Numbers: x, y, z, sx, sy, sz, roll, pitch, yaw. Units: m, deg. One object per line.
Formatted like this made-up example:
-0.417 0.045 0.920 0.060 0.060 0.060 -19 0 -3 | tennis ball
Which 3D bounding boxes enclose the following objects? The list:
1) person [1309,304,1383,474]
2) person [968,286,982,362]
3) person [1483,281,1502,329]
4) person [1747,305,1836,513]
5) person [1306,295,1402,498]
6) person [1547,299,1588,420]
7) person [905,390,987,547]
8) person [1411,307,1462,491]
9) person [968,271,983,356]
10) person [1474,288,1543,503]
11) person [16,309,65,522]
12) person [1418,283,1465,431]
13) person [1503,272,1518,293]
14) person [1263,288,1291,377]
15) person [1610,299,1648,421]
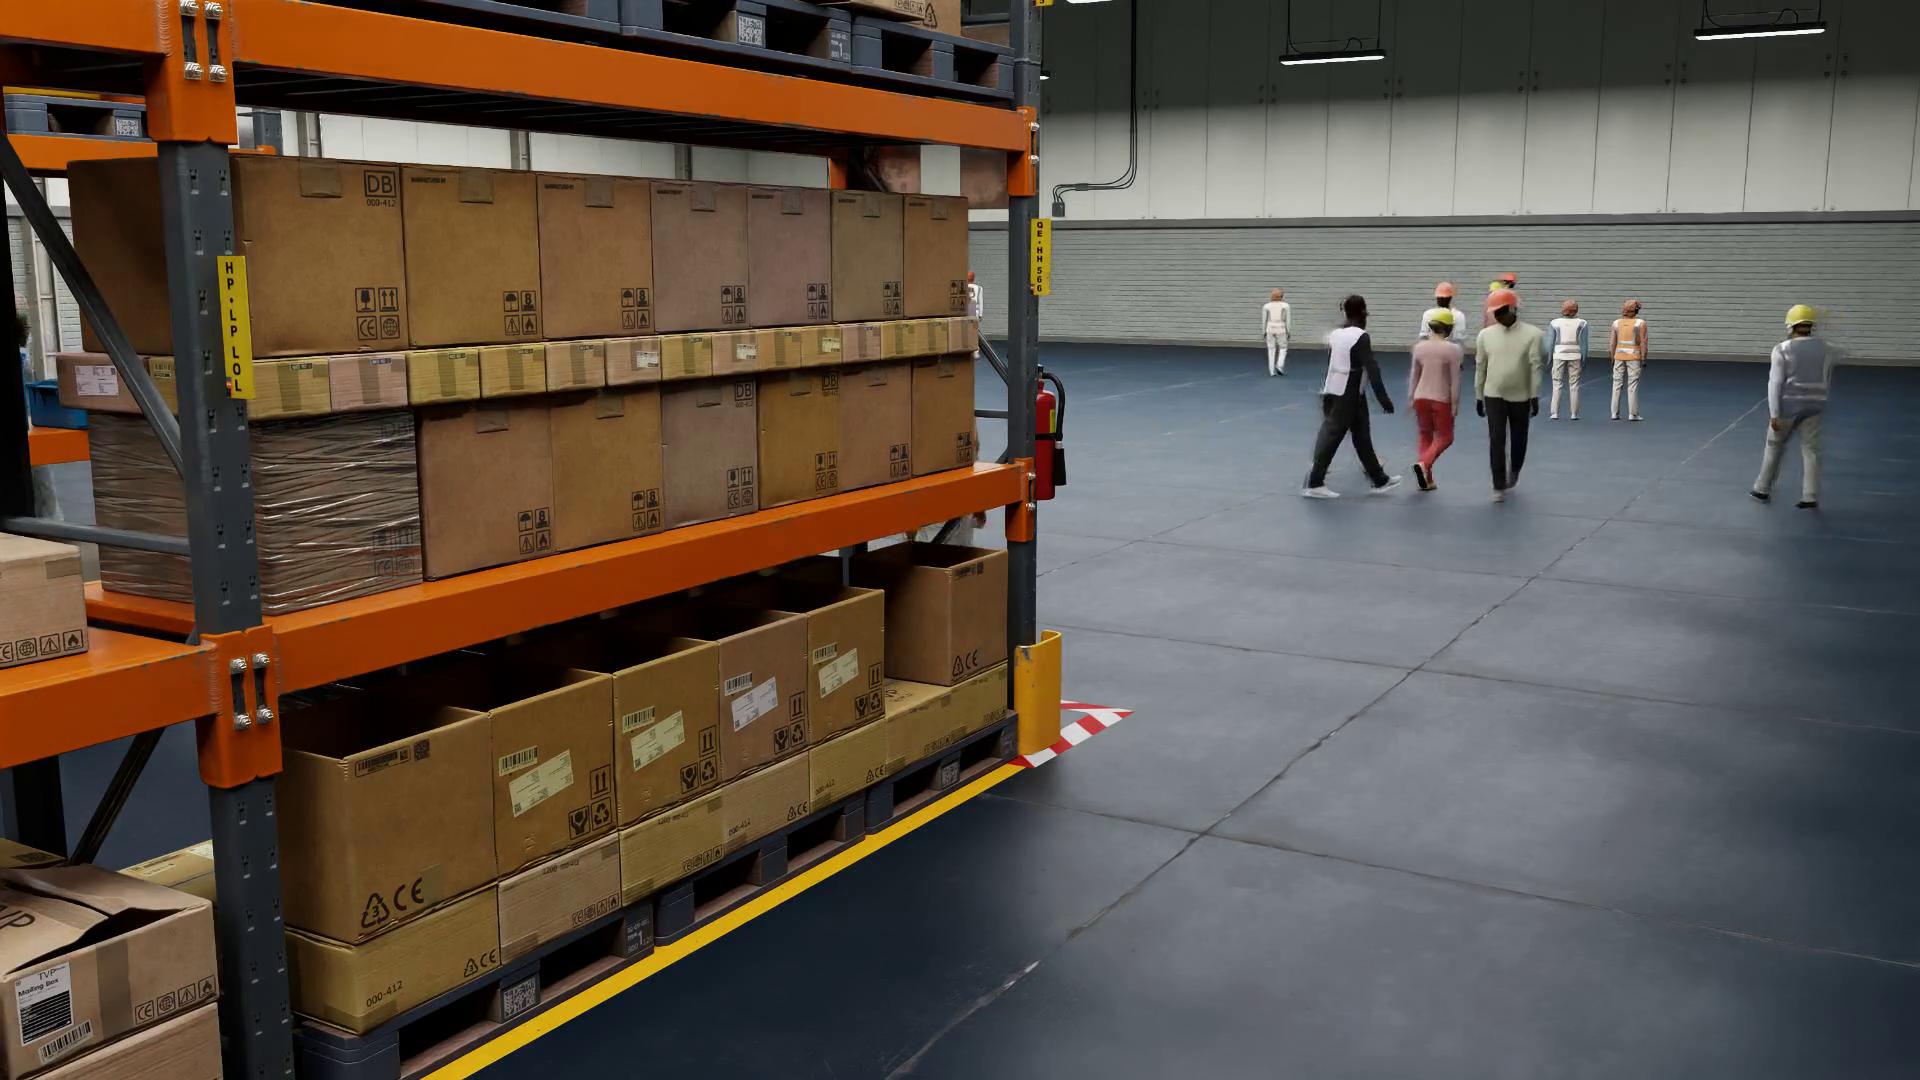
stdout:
3.970 -1.558 17.038 1.014 1.791 0.509 -8 13 -39 | person
0.133 -4.591 35.310 0.509 1.601 0.817 -8 12 -38 | person
10.391 -4.122 32.134 0.550 1.744 0.597 8 13 39 | person
7.358 -1.169 14.705 0.609 1.793 0.897 0 10 -1 | person
3.669 -1.317 15.373 0.996 1.857 0.699 -1 10 -8 | person
8.263 -2.447 22.640 0.523 1.638 0.311 3 10 19 | person
-0.155 -0.232 8.879 0.745 1.914 0.554 8 12 39 | person
4.430 -1.306 15.638 0.530 1.753 0.574 10 14 44 | person
0.228 -5.011 36.935 0.584 1.883 0.345 -4 10 -21 | person
5.036 -1.340 15.267 0.612 1.946 0.787 4 11 23 | person
-6.452 -0.638 11.339 0.636 1.892 1.006 6 12 33 | person
6.161 -2.348 21.358 0.553 1.884 1.010 7 12 37 | person
10.879 -4.416 33.352 0.646 1.916 0.546 0 10 -2 | person
5.877 -3.845 30.837 0.538 1.623 0.432 4 11 23 | person
9.062 -2.433 22.549 0.311 1.642 0.513 -8 13 -41 | person
